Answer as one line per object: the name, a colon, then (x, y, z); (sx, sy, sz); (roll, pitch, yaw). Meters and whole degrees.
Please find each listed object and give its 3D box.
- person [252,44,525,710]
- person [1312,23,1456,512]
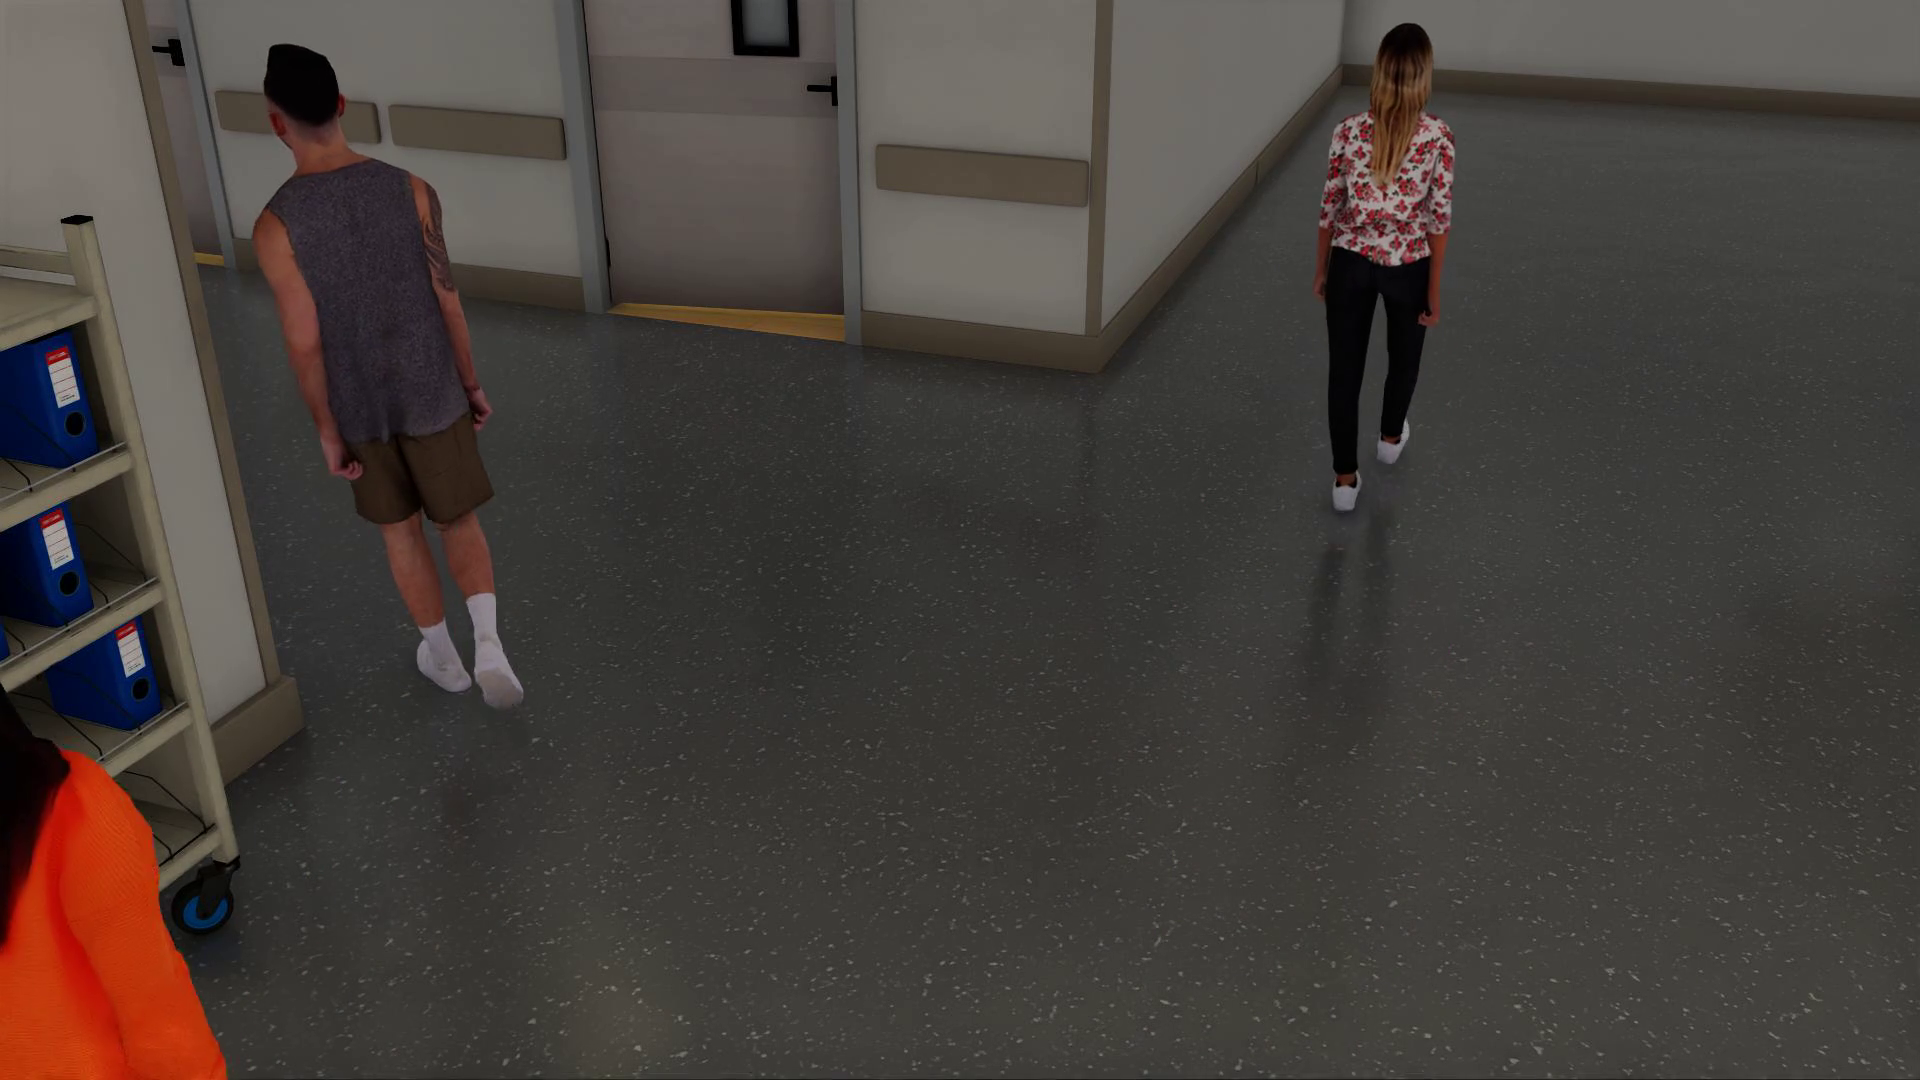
person: (-1.439, -0.319, 4.280); (1.003, 1.814, 1.055); (-12, 28, -24)
person: (1.391, -0.857, 5.551); (0.615, 1.610, 0.913); (8, 27, 15)
